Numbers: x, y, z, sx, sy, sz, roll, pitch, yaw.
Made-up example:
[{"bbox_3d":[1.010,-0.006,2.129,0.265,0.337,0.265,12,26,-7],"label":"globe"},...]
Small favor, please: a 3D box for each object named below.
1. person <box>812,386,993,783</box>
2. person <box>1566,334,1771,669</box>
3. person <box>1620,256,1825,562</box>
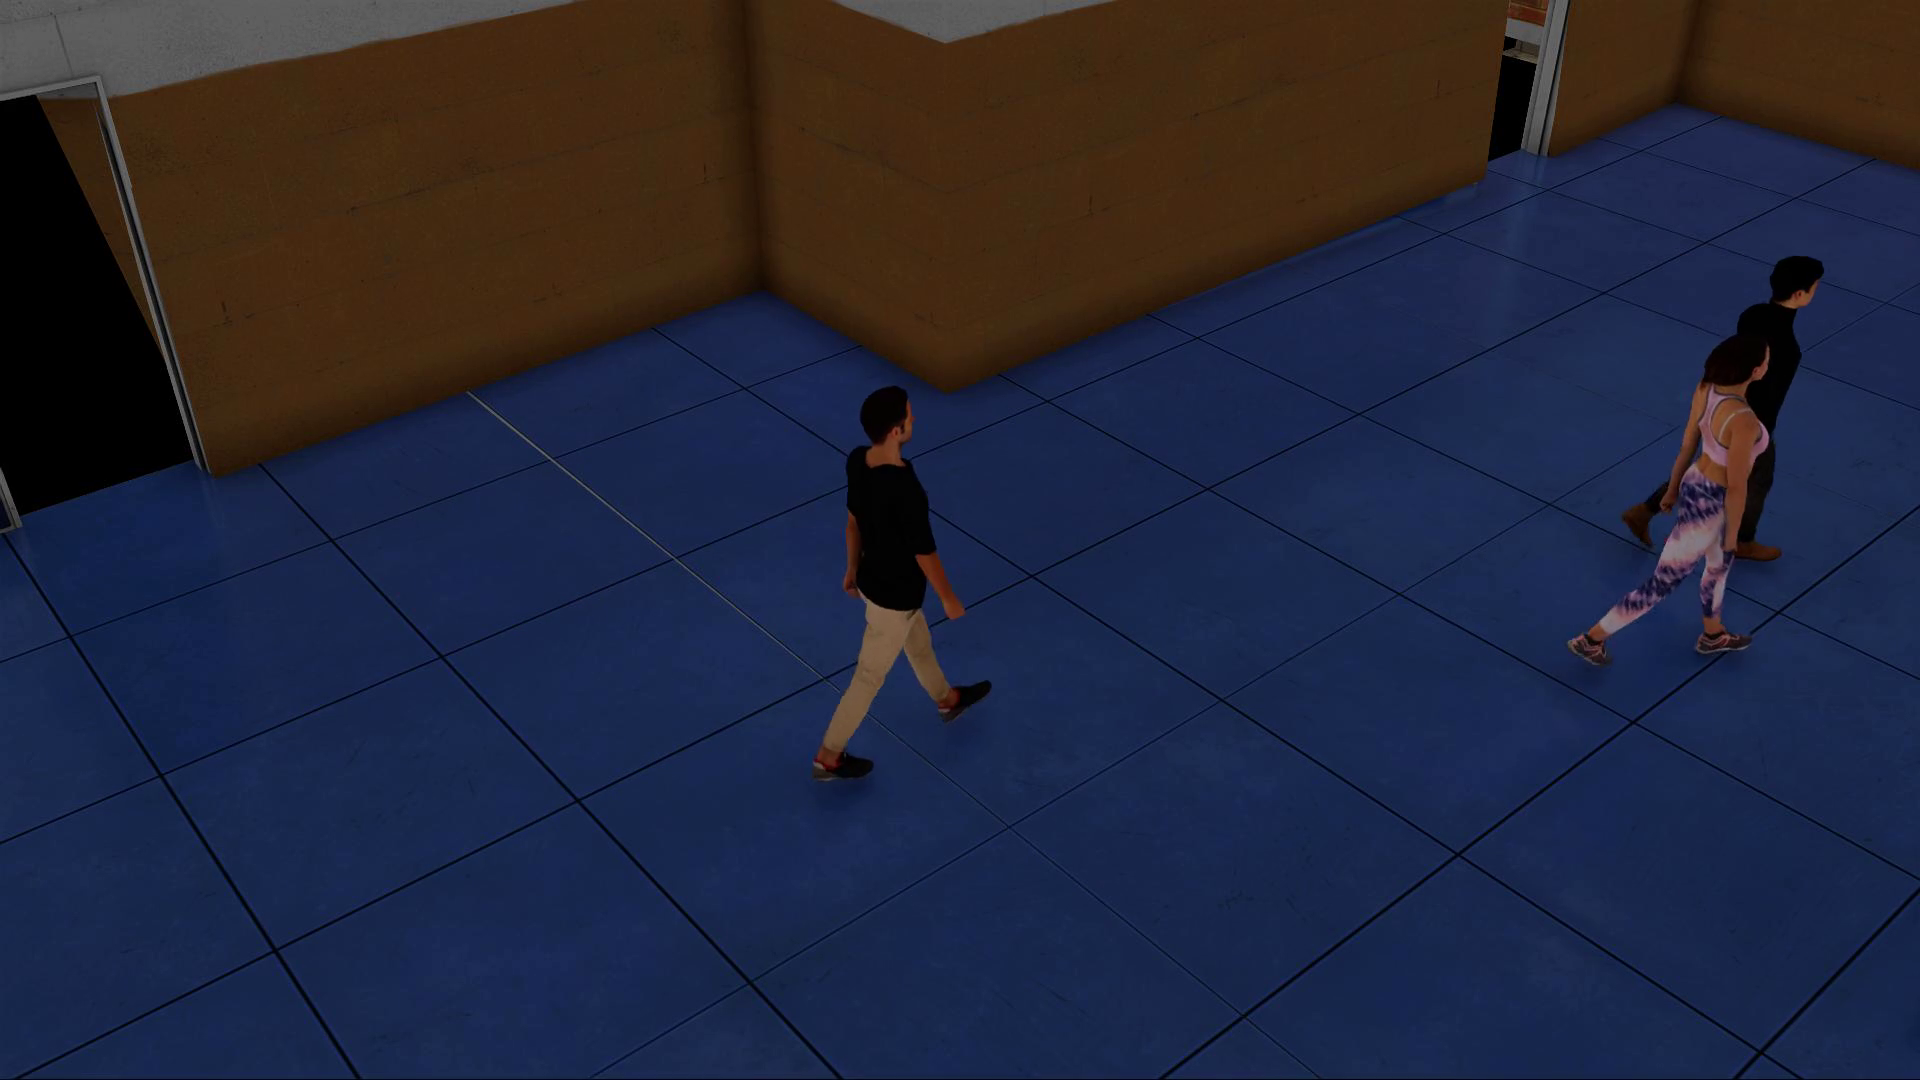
[{"bbox_3d":[-0.364,0.254,6.895,0.893,1.809,1.178,-15,37,-22],"label":"person"},{"bbox_3d":[3.286,-0.111,7.541,1.111,1.727,1.191,-3,34,-5],"label":"person"},{"bbox_3d":[3.849,-0.618,8.327,1.118,1.700,1.103,-1,34,-1],"label":"person"}]
